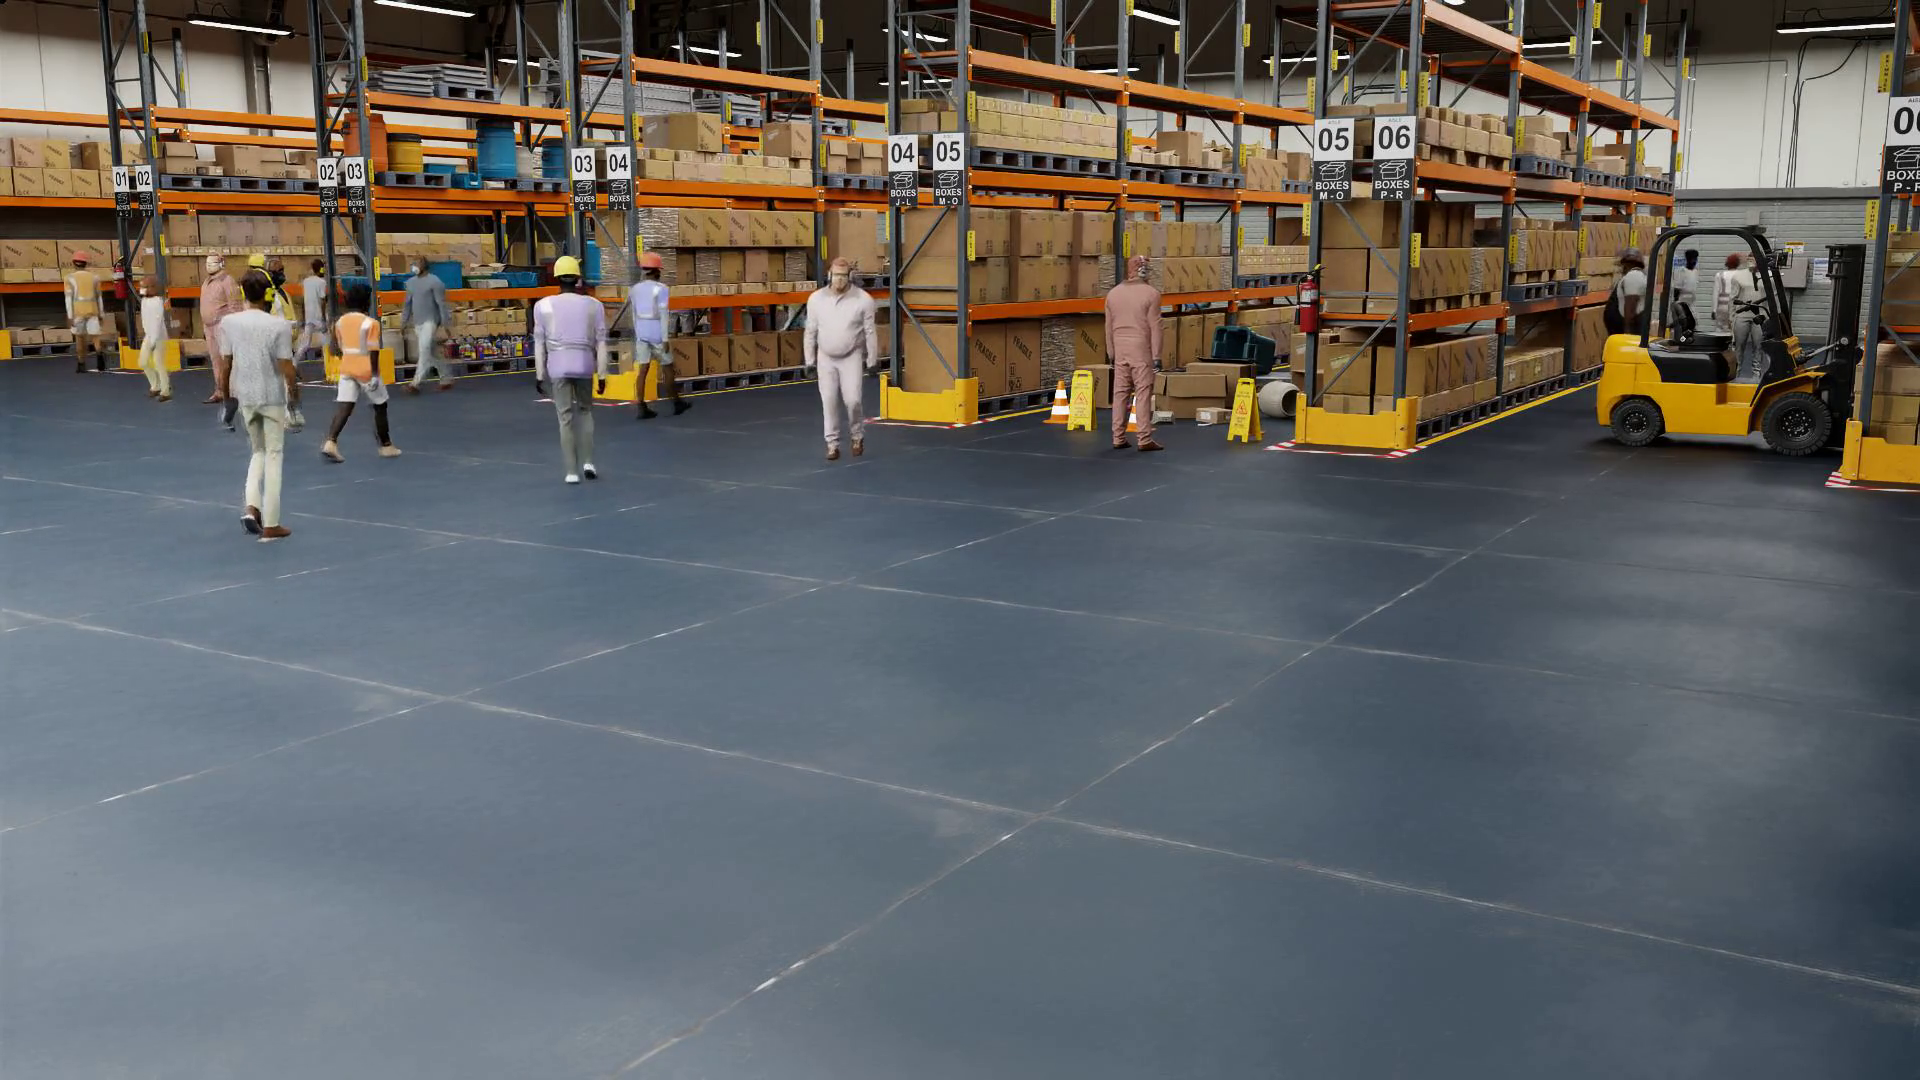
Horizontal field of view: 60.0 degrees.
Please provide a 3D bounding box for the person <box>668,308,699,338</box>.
[{"bbox_3d":[-4.240,-3.497,25.270,0.615,2.040,0.391,3,10,15],"label":"person"}]

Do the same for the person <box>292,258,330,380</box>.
[{"bbox_3d":[-9.674,-3.282,24.726,0.545,1.823,0.860,5,11,24],"label":"person"}]

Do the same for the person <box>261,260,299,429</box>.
[{"bbox_3d":[-7.484,-2.144,18.257,0.429,1.845,0.621,0,10,0],"label":"person"}]

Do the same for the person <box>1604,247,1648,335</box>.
[{"bbox_3d":[8.158,-2.618,20.354,0.533,2.000,0.799,5,11,28],"label":"person"}]

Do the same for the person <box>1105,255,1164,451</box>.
[{"bbox_3d":[1.729,-1.820,16.277,0.643,1.903,0.399,9,13,41],"label":"person"}]

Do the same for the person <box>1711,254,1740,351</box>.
[{"bbox_3d":[13.039,-3.909,28.182,0.607,1.827,0.994,2,10,11],"label":"person"}]

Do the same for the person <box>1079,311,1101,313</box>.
[{"bbox_3d":[2.126,-4.014,28.862,0.639,1.808,0.922,9,13,40],"label":"person"}]

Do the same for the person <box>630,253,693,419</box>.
[{"bbox_3d":[-3.517,-2.384,19.421,0.577,1.898,0.942,5,11,26],"label":"person"}]

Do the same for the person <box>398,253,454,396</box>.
[{"bbox_3d":[-7.169,-2.884,22.286,0.666,1.887,1.027,6,12,30],"label":"person"}]

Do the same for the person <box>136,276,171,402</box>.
[{"bbox_3d":[-10.227,-2.541,21.100,0.535,1.608,0.396,8,13,38],"label":"person"}]

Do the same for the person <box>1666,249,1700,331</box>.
[{"bbox_3d":[13.219,-4.366,30.469,0.606,1.936,0.876,-4,11,-21],"label":"person"}]

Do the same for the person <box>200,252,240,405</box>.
[{"bbox_3d":[-9.335,-2.657,20.938,0.650,1.911,0.409,7,12,33],"label":"person"}]

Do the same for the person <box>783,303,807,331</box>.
[{"bbox_3d":[-3.035,-4.364,30.793,0.633,1.814,0.849,6,12,32],"label":"person"}]

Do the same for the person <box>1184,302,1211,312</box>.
[{"bbox_3d":[4.518,-4.425,31.588,0.541,1.645,0.857,3,10,14],"label":"person"}]

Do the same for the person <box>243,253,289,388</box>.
[{"bbox_3d":[-9.839,-3.038,23.125,0.812,1.897,0.590,-1,10,-7],"label":"person"}]

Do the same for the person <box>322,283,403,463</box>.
[{"bbox_3d":[-5.602,-1.550,15.444,0.532,1.662,0.853,4,11,23],"label":"person"}]

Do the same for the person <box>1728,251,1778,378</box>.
[{"bbox_3d":[11.229,-3.144,23.590,0.634,1.936,0.351,6,12,31],"label":"person"}]

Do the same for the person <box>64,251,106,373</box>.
[{"bbox_3d":[-13.600,-3.534,25.874,0.557,1.909,0.703,-10,14,-43],"label":"person"}]

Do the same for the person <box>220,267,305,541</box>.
[{"bbox_3d":[-4.746,-0.923,11.360,0.563,1.857,0.413,1,10,6],"label":"person"}]

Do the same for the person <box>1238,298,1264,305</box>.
[{"bbox_3d":[5.562,-4.625,31.805,0.630,1.967,0.684,-8,13,-39],"label":"person"}]

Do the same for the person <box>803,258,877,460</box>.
[{"bbox_3d":[-1.120,-1.681,15.539,0.666,1.888,0.425,1,10,7],"label":"person"}]

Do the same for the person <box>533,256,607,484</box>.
[{"bbox_3d":[-3.303,-1.434,14.082,0.588,1.907,0.583,-4,11,-21],"label":"person"}]
